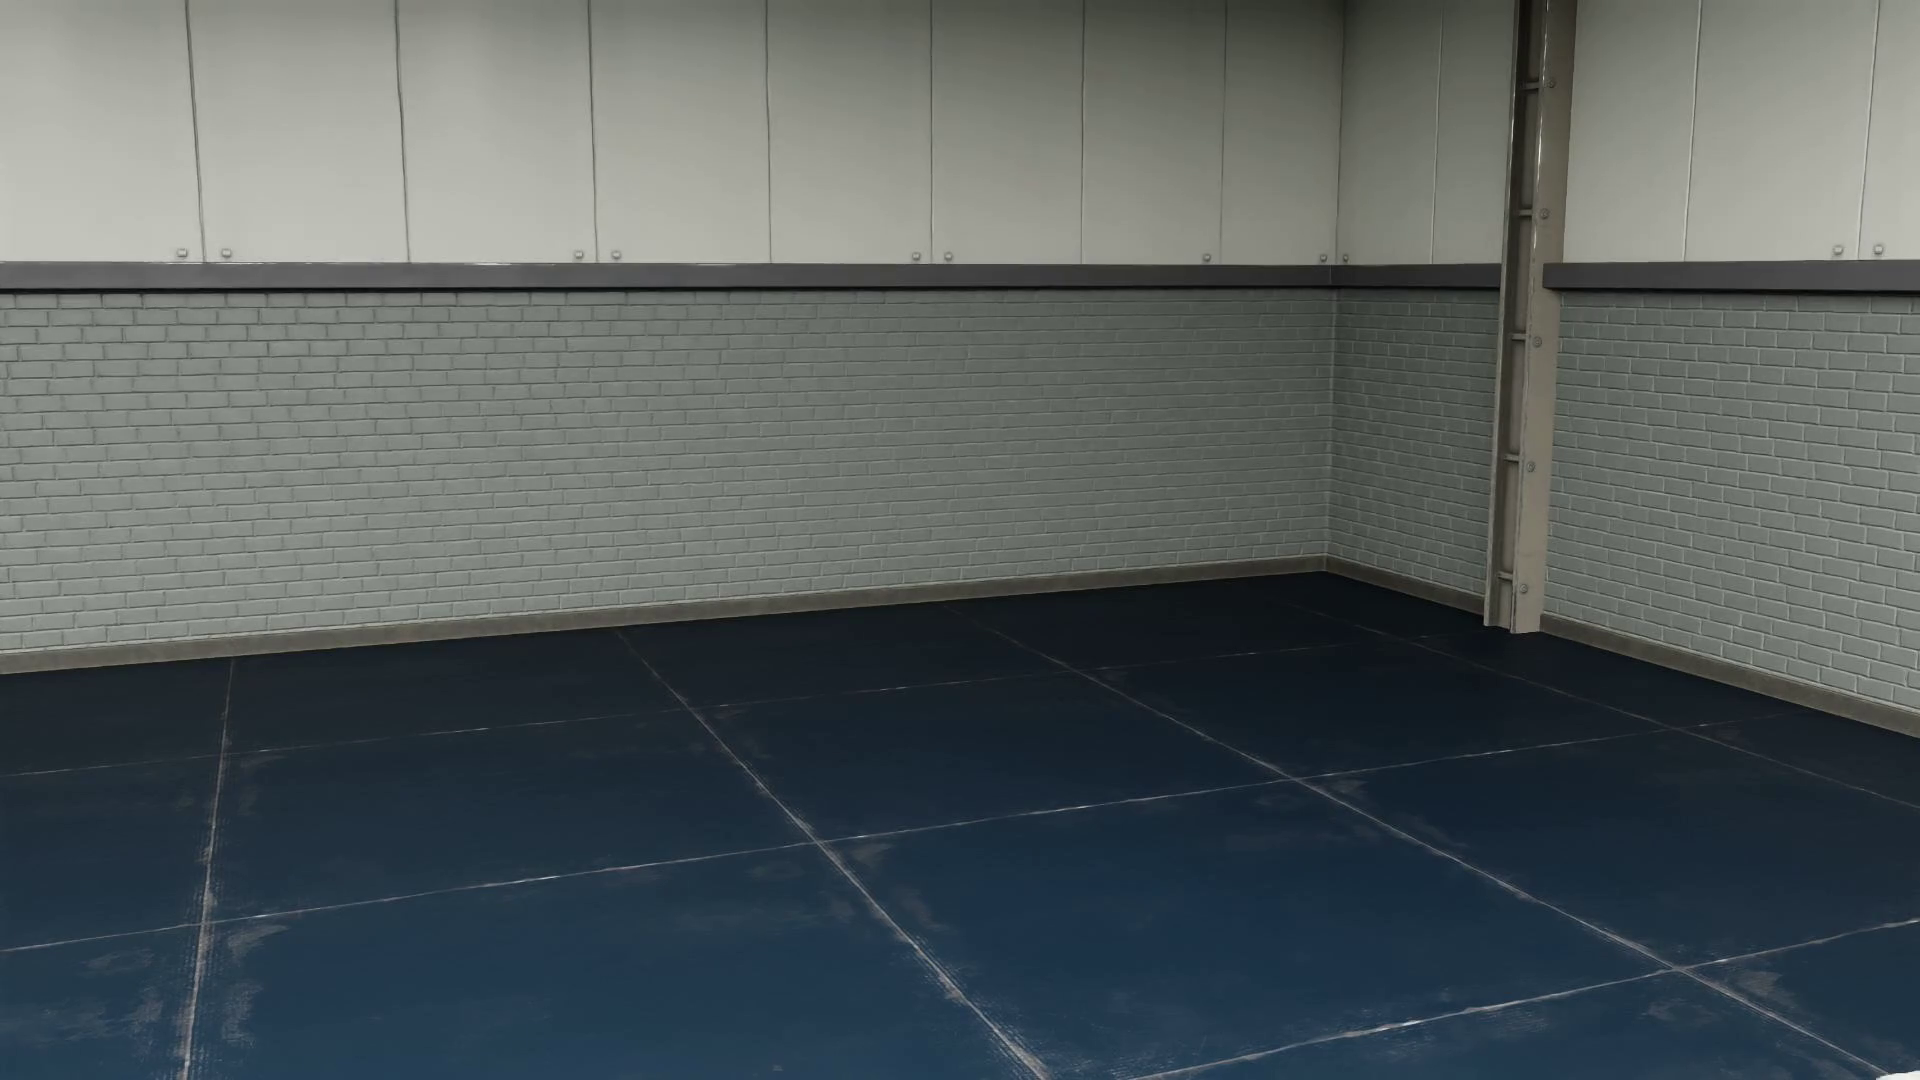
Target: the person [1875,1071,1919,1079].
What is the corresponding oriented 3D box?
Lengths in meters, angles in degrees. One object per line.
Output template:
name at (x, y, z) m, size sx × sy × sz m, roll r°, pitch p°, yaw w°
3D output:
person at (1.938, 1.554, 3.162) m, size 0.654 × 1.967 × 0.777 m, roll 2°, pitch 9°, yaw 11°
